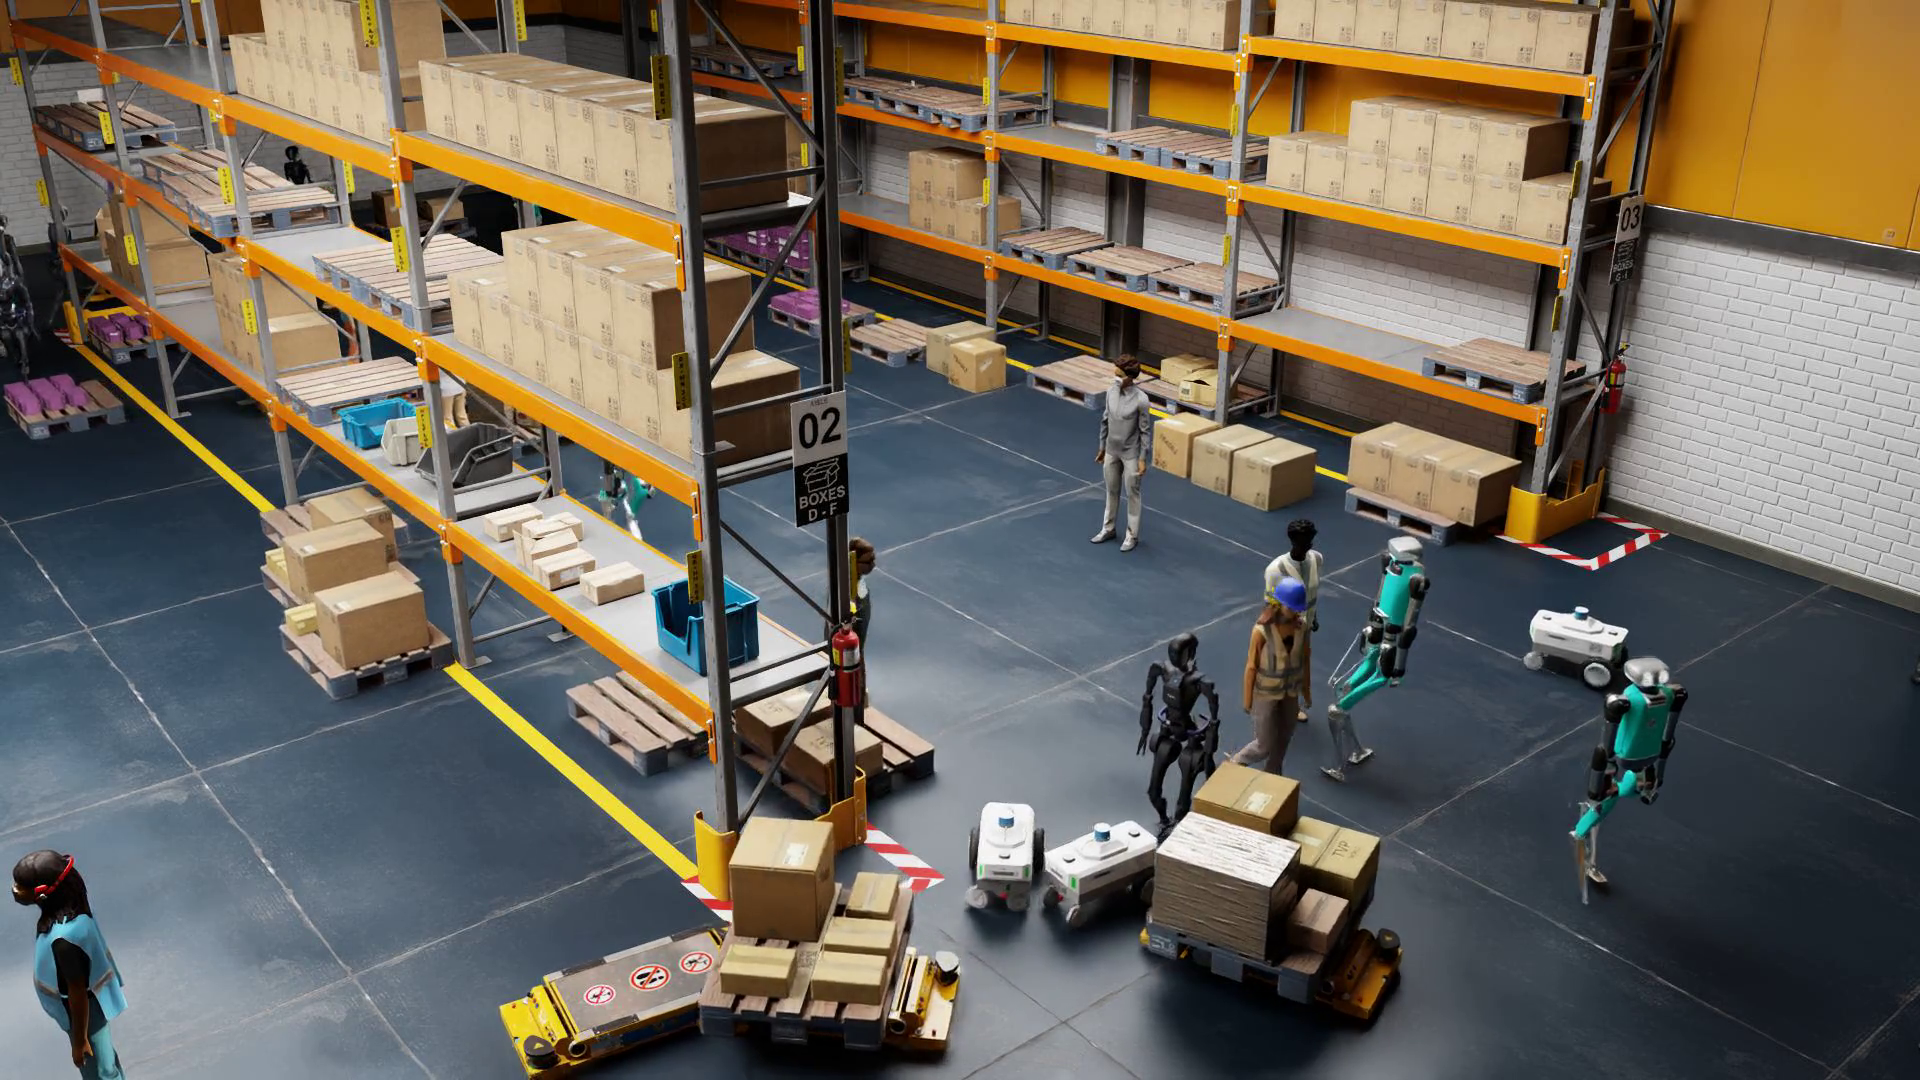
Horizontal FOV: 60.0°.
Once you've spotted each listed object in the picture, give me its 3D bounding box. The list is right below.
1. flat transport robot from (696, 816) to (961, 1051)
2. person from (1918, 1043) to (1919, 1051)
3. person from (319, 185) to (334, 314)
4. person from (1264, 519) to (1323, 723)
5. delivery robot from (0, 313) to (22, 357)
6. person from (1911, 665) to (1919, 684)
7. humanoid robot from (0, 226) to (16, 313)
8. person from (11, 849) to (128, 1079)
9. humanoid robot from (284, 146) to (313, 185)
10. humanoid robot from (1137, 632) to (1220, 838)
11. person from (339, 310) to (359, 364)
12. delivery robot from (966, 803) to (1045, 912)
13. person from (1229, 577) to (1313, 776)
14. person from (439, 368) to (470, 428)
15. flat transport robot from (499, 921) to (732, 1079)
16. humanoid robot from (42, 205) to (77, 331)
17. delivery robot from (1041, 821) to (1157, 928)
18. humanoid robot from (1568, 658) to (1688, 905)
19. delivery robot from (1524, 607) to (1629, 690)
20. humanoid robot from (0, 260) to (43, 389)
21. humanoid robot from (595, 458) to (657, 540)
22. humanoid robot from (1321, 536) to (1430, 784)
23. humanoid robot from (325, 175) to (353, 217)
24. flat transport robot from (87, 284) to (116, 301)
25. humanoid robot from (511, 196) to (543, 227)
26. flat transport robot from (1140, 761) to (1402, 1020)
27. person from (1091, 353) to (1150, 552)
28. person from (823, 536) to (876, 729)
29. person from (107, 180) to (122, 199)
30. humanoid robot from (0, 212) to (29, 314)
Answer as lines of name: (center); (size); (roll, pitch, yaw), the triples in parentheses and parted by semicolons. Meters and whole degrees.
flat transport robot: (-0.745, 2.605, 9.611); (1.431, 0.231, 0.659); (3, 24, 7)
person: (5.553, 2.059, 8.988); (0.524, 1.768, 0.313); (-20, 30, -38)
person: (-8.590, -4.029, 22.992); (0.907, 1.837, 0.575); (0, 23, 0)
person: (2.470, 0.619, 12.401); (0.538, 1.698, 0.319); (-15, 27, -30)
delivery robot: (-12.465, -2.703, 21.534); (0.499, 0.589, 0.775); (-4, 24, -10)
person: (7.799, 0.270, 12.939); (0.547, 1.924, 0.385); (14, 27, 29)
humanoid robot: (-12.641, -3.465, 21.852); (0.538, 1.811, 0.714); (-3, 24, -8)
person: (-4.328, 2.343, 8.218); (0.394, 1.862, 0.508); (-13, 27, -28)
humanoid robot: (-10.532, -5.499, 26.683); (0.608, 1.646, 0.780); (11, 26, 24)
humanoid robot: (1.435, 1.312, 10.845); (0.610, 1.645, 0.378); (17, 29, 34)
person: (-7.284, -2.691, 20.014); (0.331, 1.752, 0.527); (-2, 23, -4)
delivery robot: (0.284, 1.998, 10.671); (0.521, 0.607, 0.778); (1, 23, 3)
person: (2.150, 1.040, 11.360); (0.463, 1.756, 0.438); (-11, 26, -24)
person: (-5.417, -1.614, 17.520); (0.351, 1.742, 0.561); (10, 25, 23)
flat transport robot: (-1.849, 2.632, 9.549); (1.431, 0.231, 0.659); (-13, 26, -27)
humanoid robot: (-12.246, -3.703, 22.512); (0.585, 1.614, 0.756); (18, 29, 35)
delivery robot: (0.910, 2.068, 10.512); (0.804, 0.610, 0.499); (-15, 27, -30)
humanoid robot: (4.052, 1.463, 10.449); (0.545, 1.800, 0.802); (-6, 24, -14)
delivery robot: (4.964, 0.827, 13.360); (0.790, 0.589, 0.499); (14, 27, 30)
humanoid robot: (-11.316, -2.569, 19.885); (0.602, 1.636, 0.784); (-6, 24, -13)
humanoid robot: (-3.088, -0.568, 15.130); (0.550, 1.751, 0.886); (-17, 29, -35)
humanoid robot: (2.822, 0.860, 11.823); (0.870, 1.793, 0.563); (-5, 24, -12)
humanoid robot: (-9.200, -4.463, 24.185); (0.966, 1.749, 0.535); (7, 24, 17)
flat transport robot: (-11.914, -3.716, 24.249); (1.431, 0.231, 0.659); (-10, 25, -23)
humanoid robot: (-6.888, -5.515, 26.616); (0.573, 1.807, 0.822); (-1, 23, -2)
flat transport robot: (1.873, 2.419, 10.041); (1.431, 0.231, 0.659); (13, 26, 27)
person: (1.532, -0.828, 15.509); (0.531, 1.897, 0.395); (18, 29, 36)
person: (-0.760, 0.826, 11.770); (0.406, 1.837, 0.558); (6, 24, 14)
person: (-13.025, -5.302, 25.860); (0.490, 1.914, 0.562); (-12, 26, -26)
humanoid robot: (-12.555, -3.521, 22.017); (0.613, 1.642, 0.359); (16, 28, 32)
